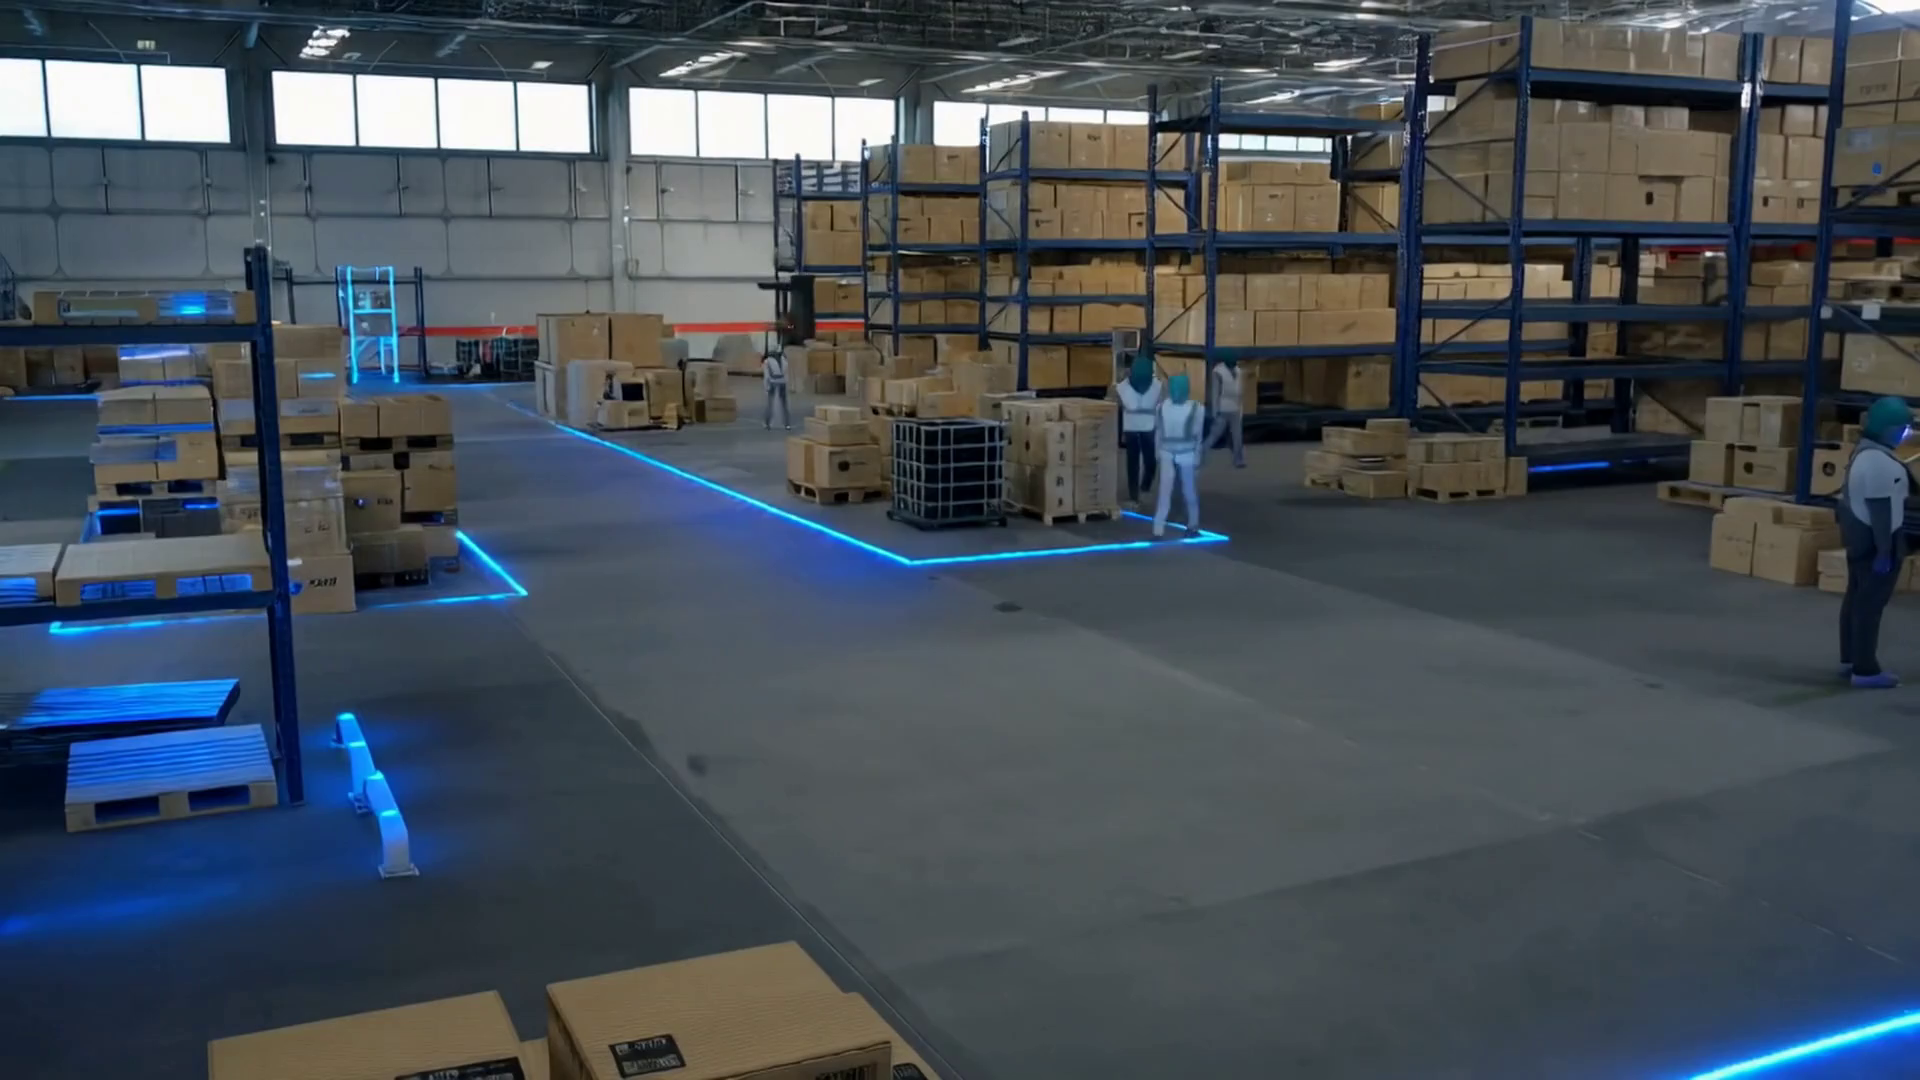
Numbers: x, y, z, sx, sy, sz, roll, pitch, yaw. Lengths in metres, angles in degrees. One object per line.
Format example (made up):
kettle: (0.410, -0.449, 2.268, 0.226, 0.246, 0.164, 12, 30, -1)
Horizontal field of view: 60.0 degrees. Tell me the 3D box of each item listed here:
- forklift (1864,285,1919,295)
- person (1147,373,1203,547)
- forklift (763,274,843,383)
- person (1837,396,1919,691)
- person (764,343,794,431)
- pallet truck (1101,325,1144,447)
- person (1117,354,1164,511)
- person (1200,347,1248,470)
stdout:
forklift: (11.756, -1.897, 20.854, 1.873, 2.768, 1.129, -4, 10, -25)
person: (2.313, -0.858, 17.675, 0.581, 1.837, 0.985, 5, 10, 28)
forklift: (-3.993, -5.407, 42.633, 1.873, 2.768, 1.129, -4, 10, -25)
person: (6.453, 0.008, 11.636, 0.536, 2.000, 0.676, 3, 10, 17)
person: (-3.329, -2.769, 30.194, 0.543, 1.597, 0.838, -7, 11, -35)
pallet truck: (2.881, -2.596, 27.923, 0.823, 1.965, 1.885, -1, 9, -7)
person: (2.184, -1.301, 20.177, 0.588, 1.907, 0.446, 1, 9, 3)
person: (3.874, -1.940, 24.454, 0.646, 1.810, 0.814, -6, 11, -33)
